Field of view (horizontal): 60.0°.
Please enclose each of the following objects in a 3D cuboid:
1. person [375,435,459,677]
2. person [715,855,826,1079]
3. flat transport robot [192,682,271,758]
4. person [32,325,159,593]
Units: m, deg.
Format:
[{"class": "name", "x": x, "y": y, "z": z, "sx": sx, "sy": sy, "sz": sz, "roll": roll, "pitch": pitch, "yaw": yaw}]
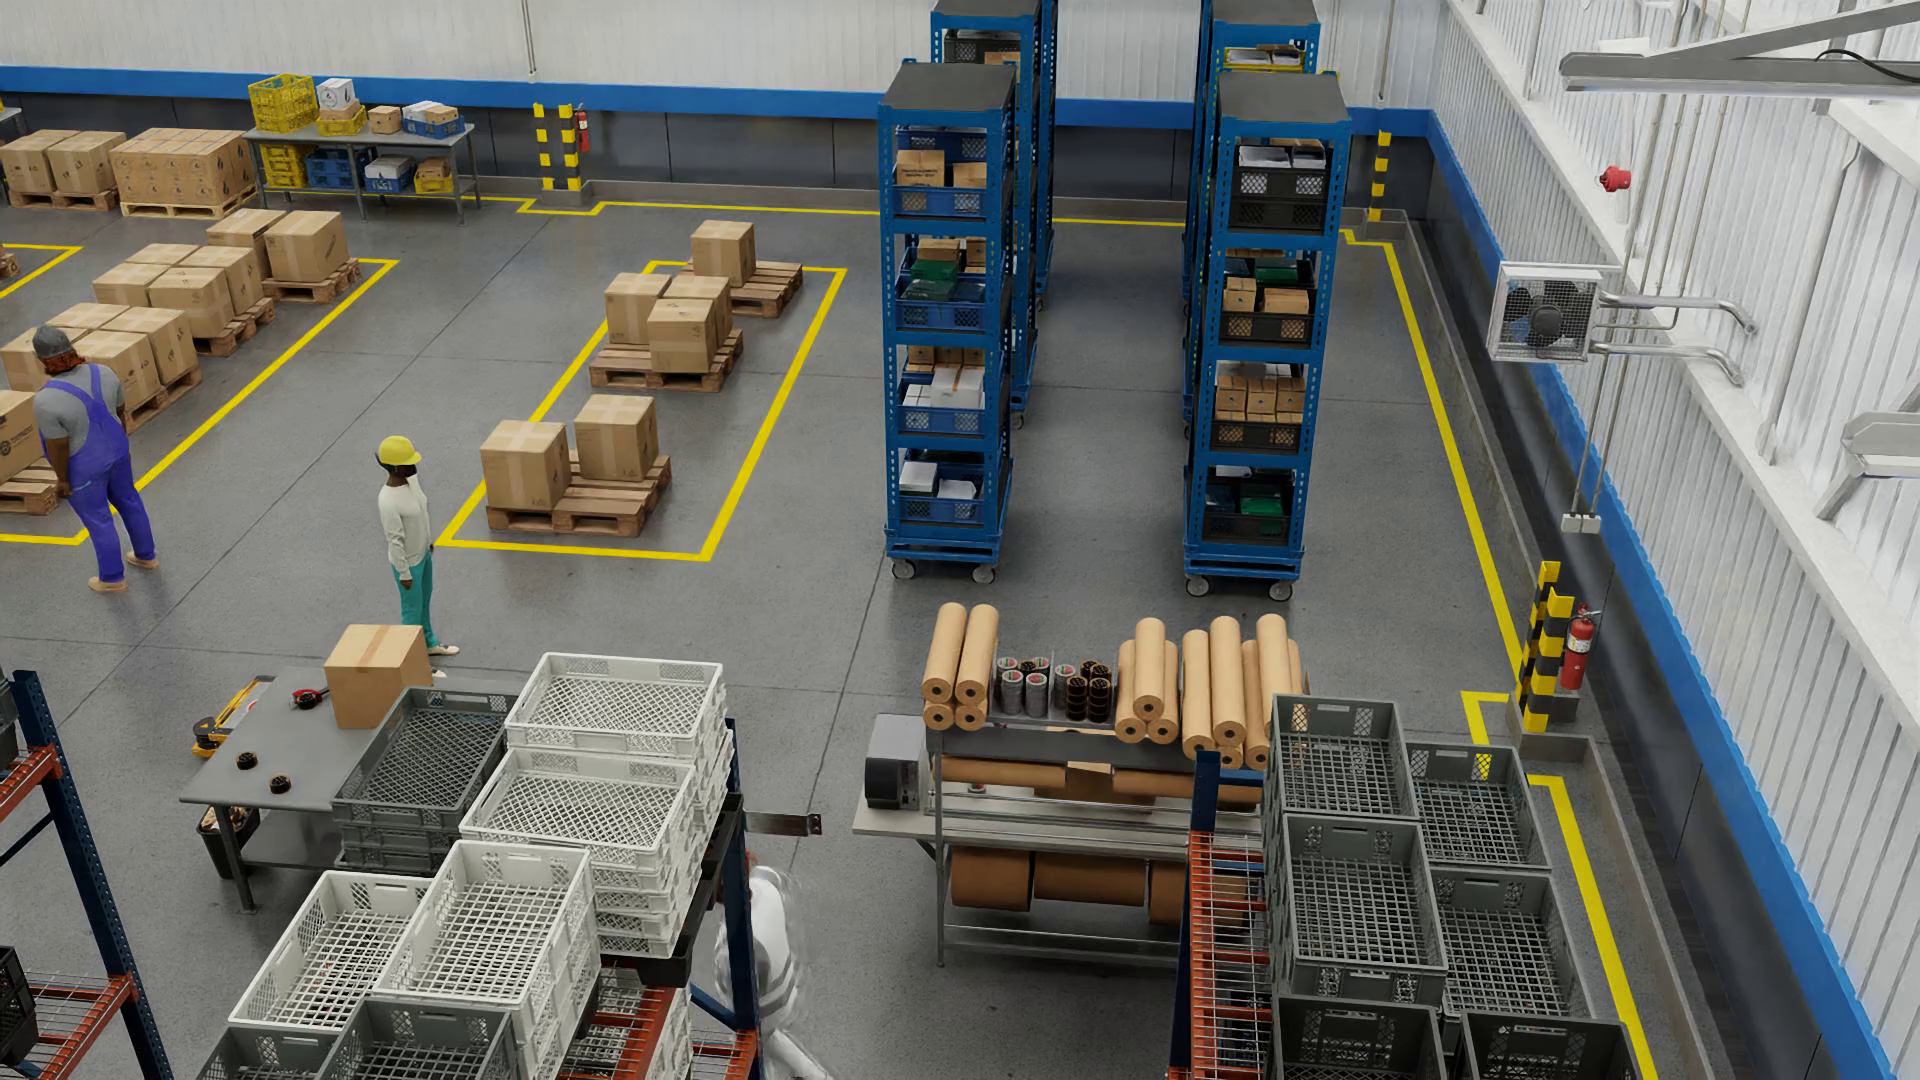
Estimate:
[{"class": "person", "x": -3.601, "y": 0.101, "z": 11.010, "sx": 0.316, "sy": 1.767, "sz": 0.533, "roll": 1, "pitch": 30, "yaw": 1}, {"class": "person", "x": -0.868, "y": 2.088, "z": 7.497, "sx": 0.537, "sy": 1.861, "sz": 0.620, "roll": 7, "pitch": 31, "yaw": 11}, {"class": "flat transport robot", "x": -4.089, "y": 1.163, "z": 10.648, "sx": 1.431, "sy": 0.197, "sz": 0.652, "roll": 3, "pitch": 30, "yaw": 6}, {"class": "person", "x": -6.273, "y": -0.588, "z": 11.923, "sx": 0.537, "sy": 2.000, "sz": 0.681, "roll": 11, "pitch": 32, "yaw": 18}]
